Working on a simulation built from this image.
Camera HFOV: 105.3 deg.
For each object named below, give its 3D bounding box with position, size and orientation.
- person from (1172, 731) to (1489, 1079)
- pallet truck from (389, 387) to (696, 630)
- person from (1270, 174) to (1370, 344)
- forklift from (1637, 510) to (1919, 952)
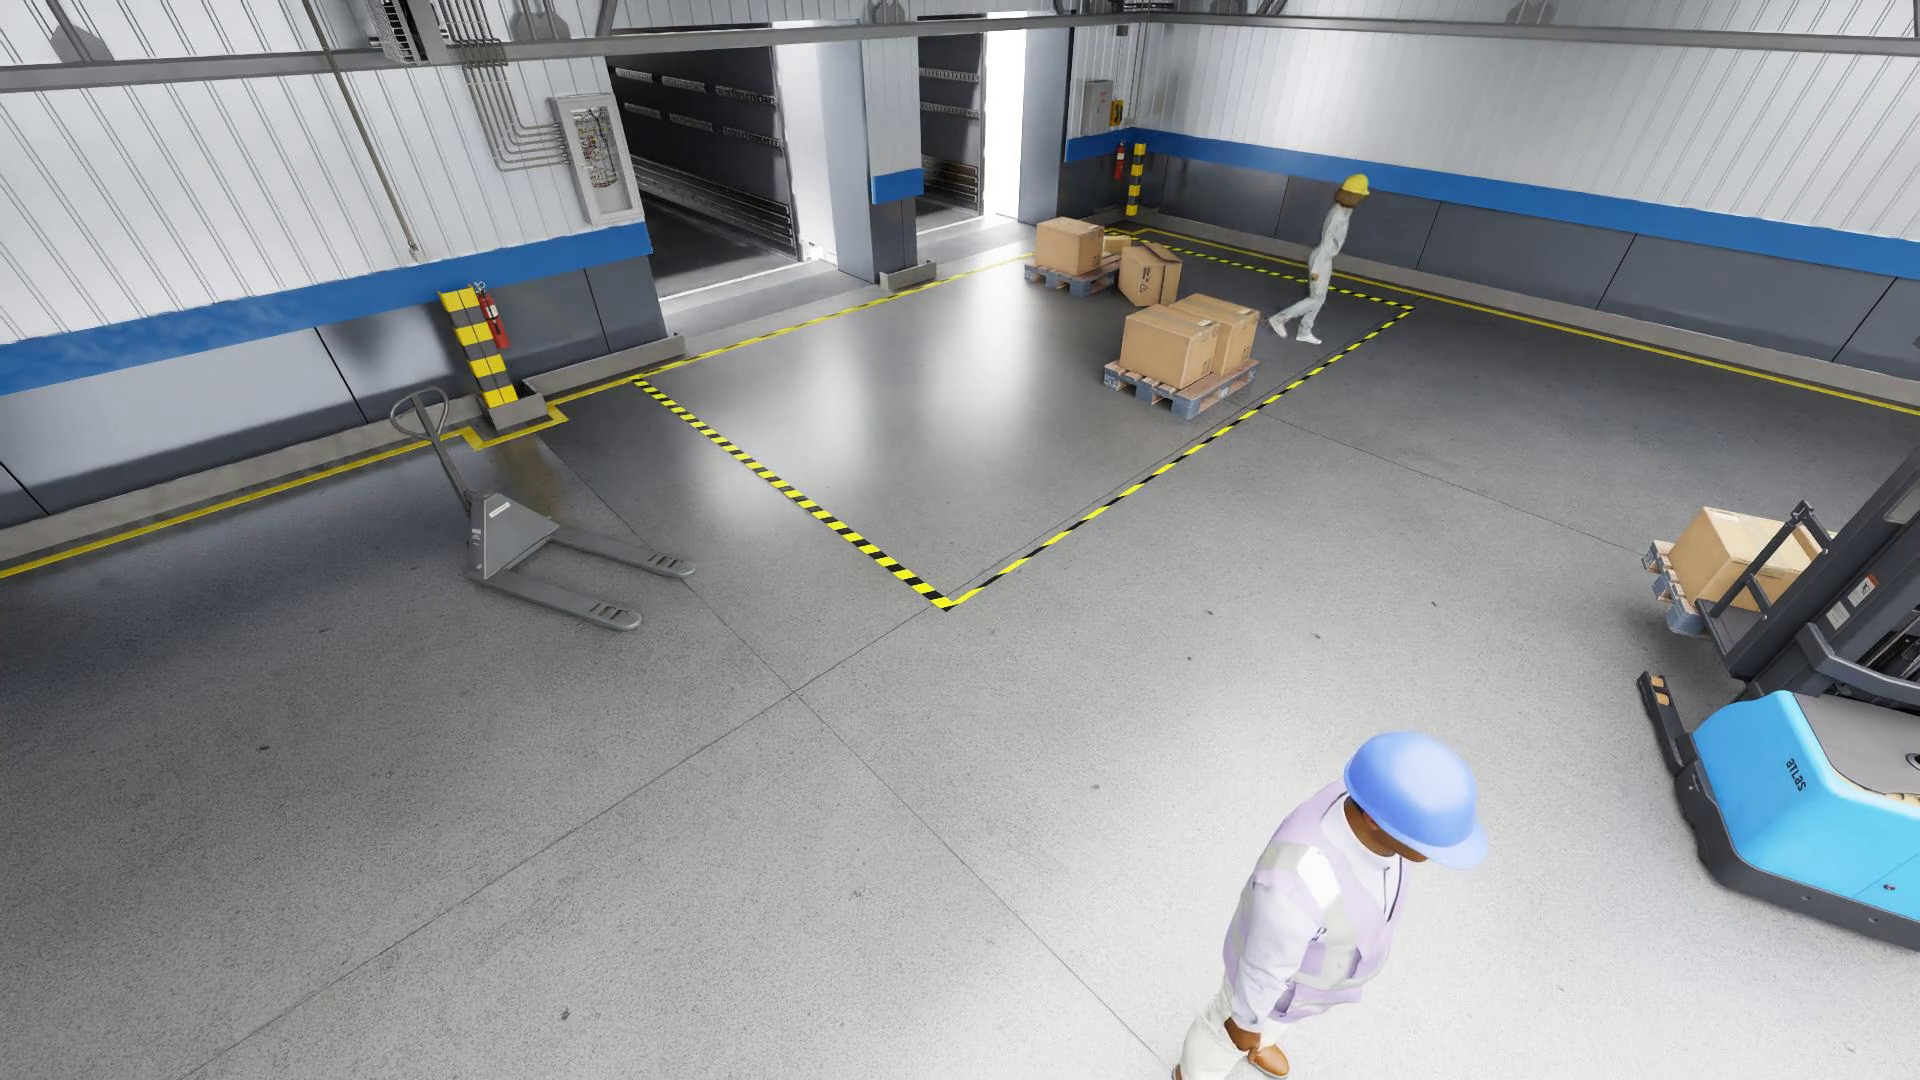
[{"bbox_3d":[0.976,1.203,2.137,0.606,1.947,0.387,-28,46,-31],"label":"person"},{"bbox_3d":[-2.613,-0.247,4.593,1.601,1.201,0.680,14,40,17],"label":"pallet truck"},{"bbox_3d":[3.689,-2.871,7.592,0.585,1.714,0.524,18,41,22],"label":"person"},{"bbox_3d":[3.839,0.603,2.839,0.716,2.013,0.776,16,41,20],"label":"forklift"}]
